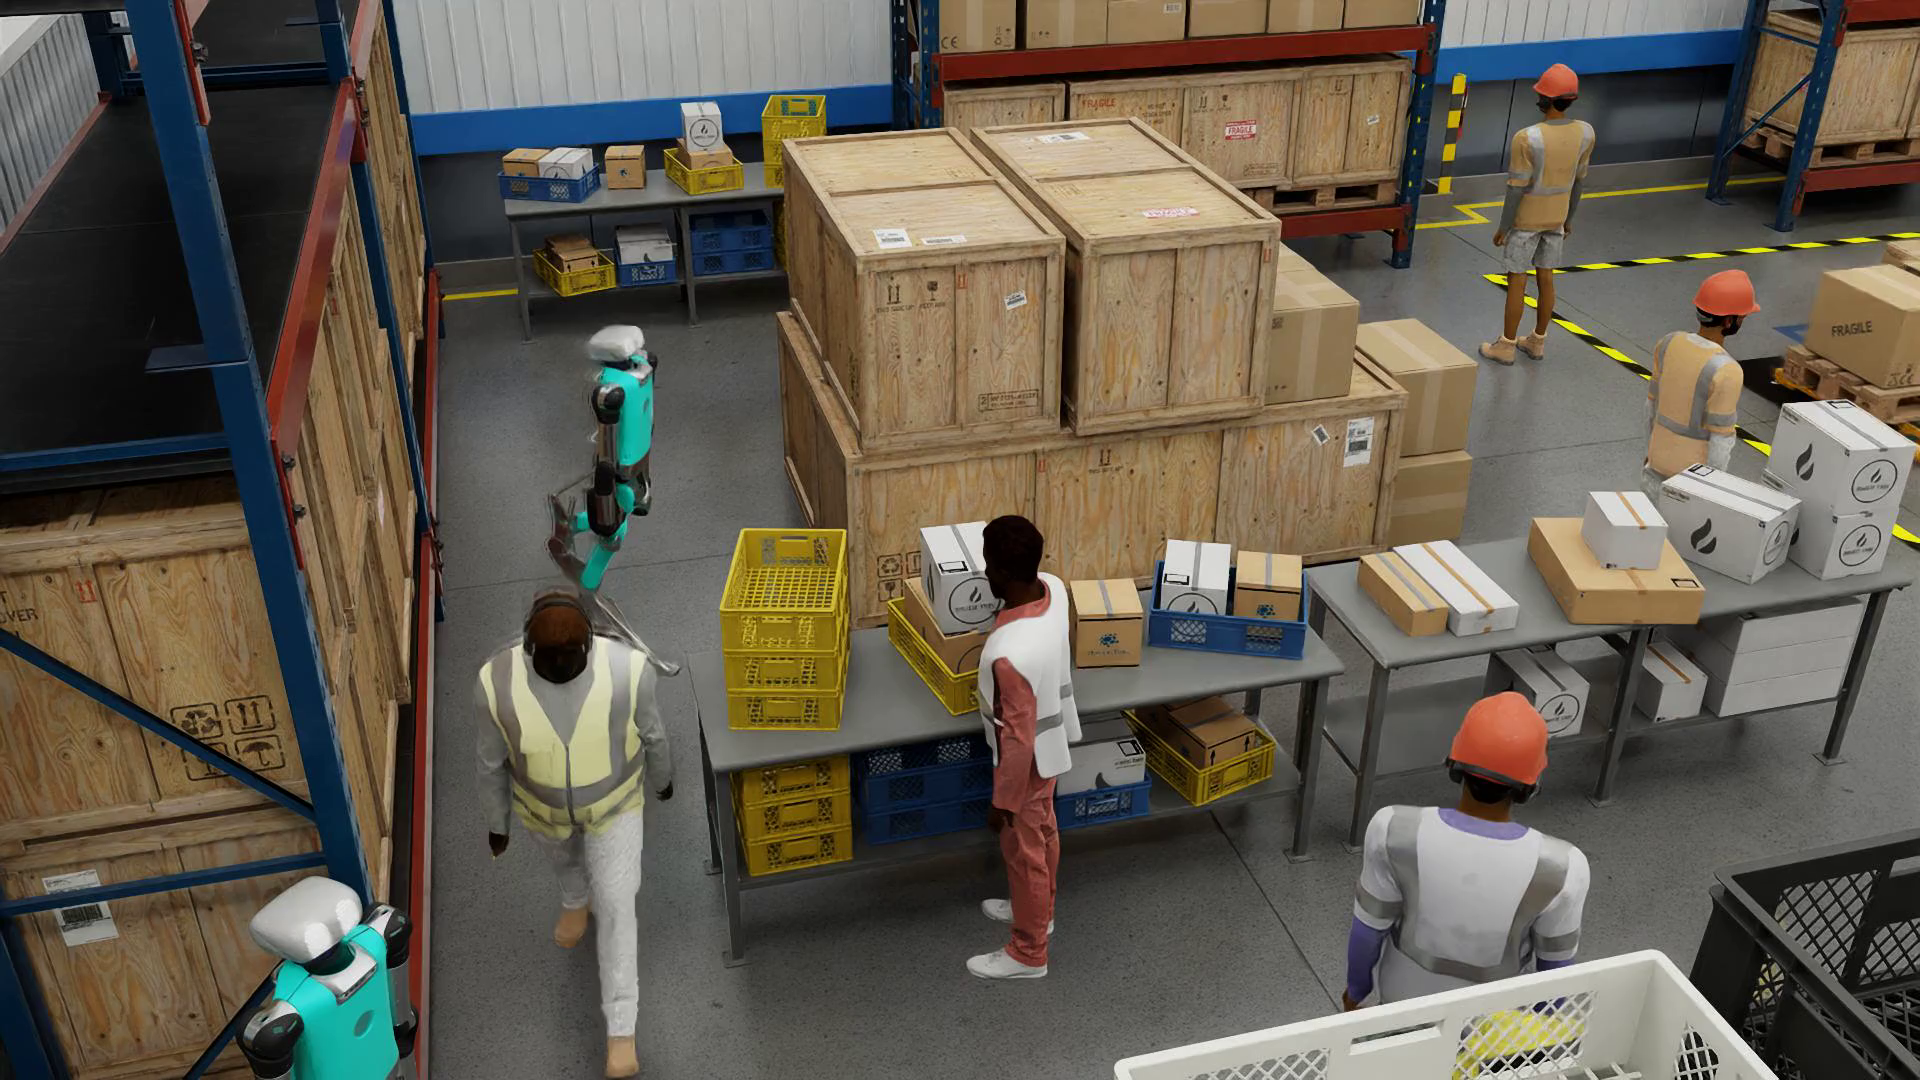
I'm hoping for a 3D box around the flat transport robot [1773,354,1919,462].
[{"bbox_3d":[6.005,-0.884,10.692,0.652,0.197,1.431,-7,30,-13],"label":"flat transport robot"}]

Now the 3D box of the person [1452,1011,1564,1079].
[{"bbox_3d":[1.507,1.864,4.250,0.973,1.697,0.562,-7,30,-13],"label":"person"}]

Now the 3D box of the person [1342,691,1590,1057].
[{"bbox_3d":[1.439,1.321,4.881,0.614,2.041,0.375,9,30,17],"label":"person"}]

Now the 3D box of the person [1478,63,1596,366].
[{"bbox_3d":[3.885,-2.174,11.223,0.607,2.048,0.365,-10,30,-17],"label":"person"}]

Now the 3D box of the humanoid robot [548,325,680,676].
[{"bbox_3d":[-1.748,-0.186,7.938,0.873,1.778,0.538,6,29,11],"label":"humanoid robot"}]

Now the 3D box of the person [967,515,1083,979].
[{"bbox_3d":[0.230,0.772,6.010,0.399,1.915,0.588,7,30,12],"label":"person"}]

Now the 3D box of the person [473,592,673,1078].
[{"bbox_3d":[-1.358,0.928,5.882,0.642,1.770,1.078,-2,29,-4],"label":"person"}]

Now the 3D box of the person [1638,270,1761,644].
[{"bbox_3d":[3.528,-0.381,8.080,0.355,1.938,0.541,-9,30,-16],"label":"person"}]

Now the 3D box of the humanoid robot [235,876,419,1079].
[{"bbox_3d":[-1.827,1.583,4.583,0.735,1.677,0.533,12,31,21],"label":"humanoid robot"}]
